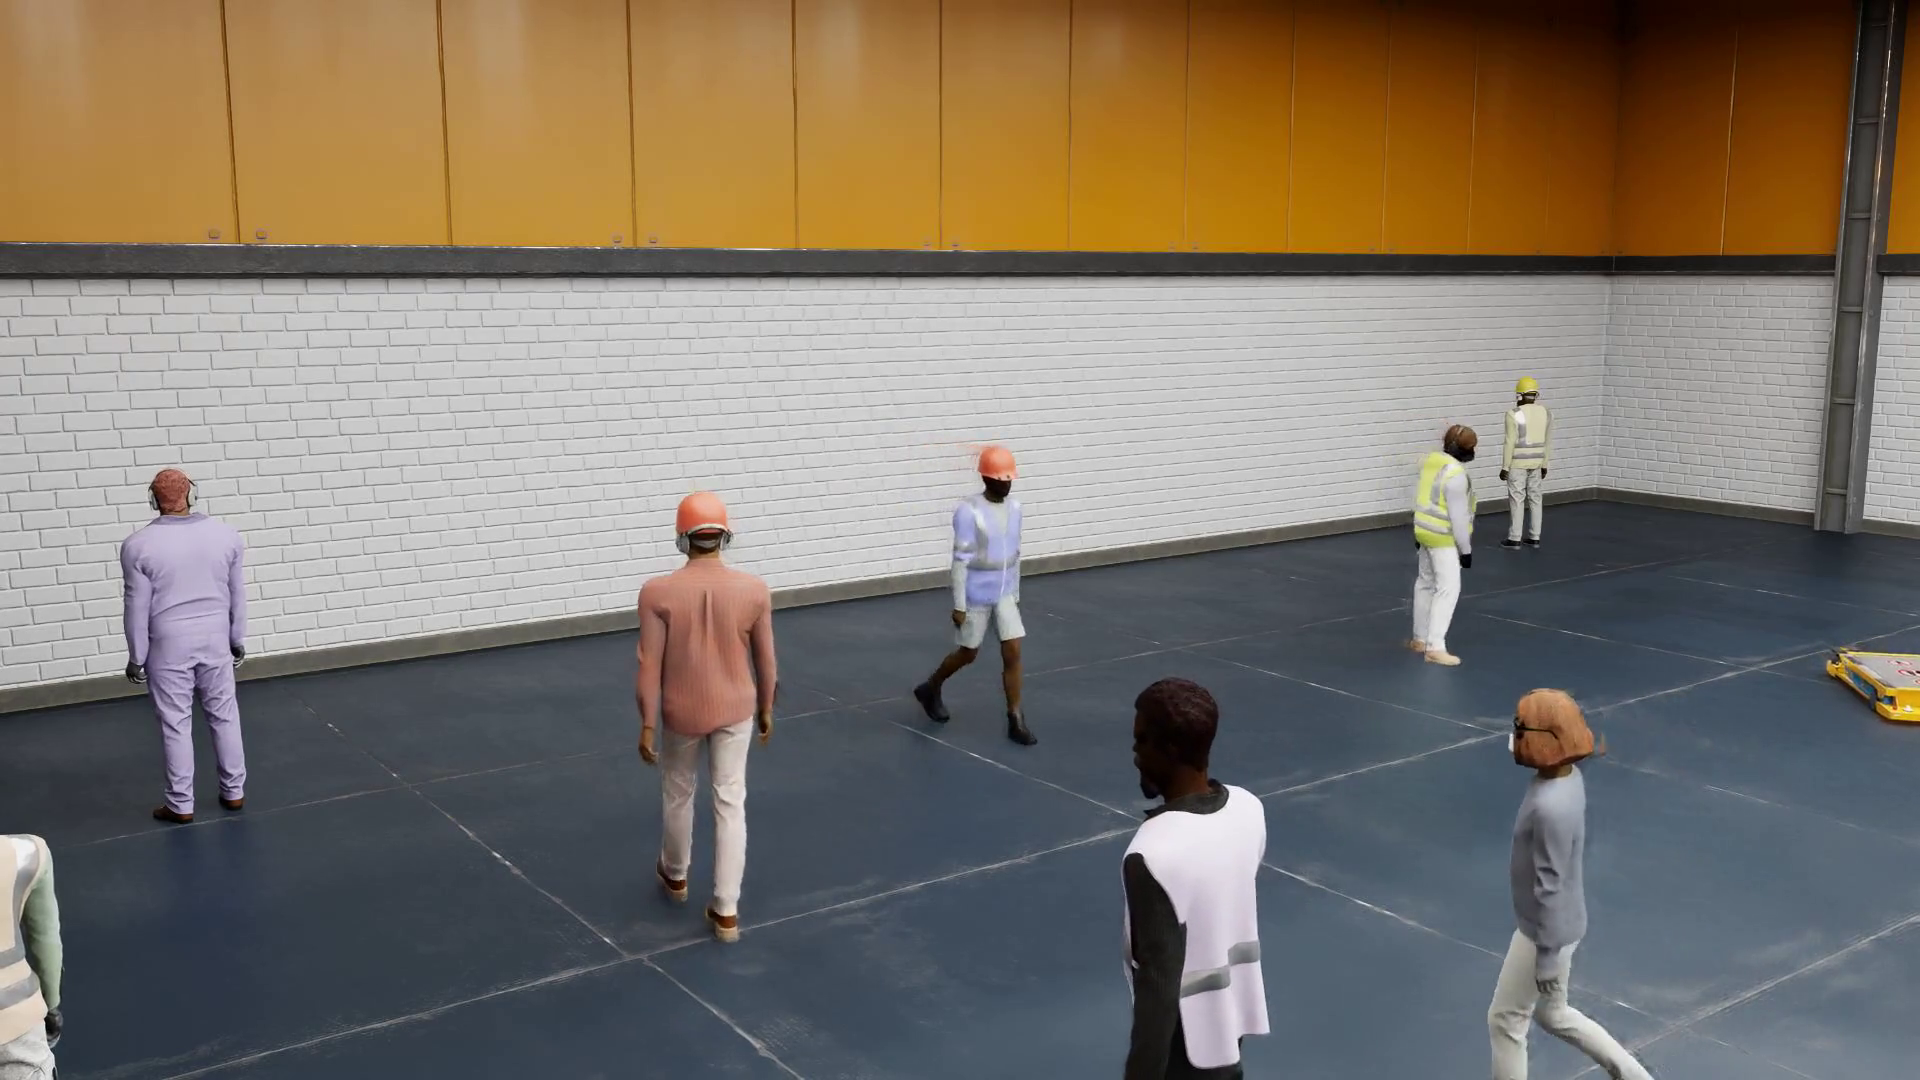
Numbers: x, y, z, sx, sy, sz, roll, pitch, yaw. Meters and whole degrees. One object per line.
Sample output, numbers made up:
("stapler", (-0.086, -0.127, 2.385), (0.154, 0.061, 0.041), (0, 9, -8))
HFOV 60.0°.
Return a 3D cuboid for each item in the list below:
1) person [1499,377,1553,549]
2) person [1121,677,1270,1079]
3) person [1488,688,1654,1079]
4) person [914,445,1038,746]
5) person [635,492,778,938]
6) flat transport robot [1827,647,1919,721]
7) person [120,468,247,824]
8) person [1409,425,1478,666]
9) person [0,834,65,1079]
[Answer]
("person", (5.983, -0.815, 17.652), (0.600, 1.829, 0.404), (-3, 10, -20))
("person", (0.603, 1.314, 4.339), (0.373, 1.891, 0.597), (6, 11, 33))
("person", (1.990, 1.278, 5.441), (0.680, 1.613, 0.508), (4, 10, 22))
("person", (0.121, 0.315, 10.539), (0.585, 1.894, 0.910), (-8, 12, -40))
("person", (-1.173, 0.749, 7.594), (0.658, 1.957, 0.938), (-3, 10, -18))
("flat transport robot", (6.490, 0.983, 11.367), (0.652, 0.197, 1.431), (2, 9, 12))
("person", (-4.170, 0.562, 8.946), (0.400, 1.903, 0.645), (8, 12, 42))
("person", (3.662, 0.016, 12.656), (0.433, 1.807, 0.762), (-1, 9, -3))
("person", (-2.760, 1.390, 4.650), (0.308, 1.640, 0.511), (7, 12, 38))
